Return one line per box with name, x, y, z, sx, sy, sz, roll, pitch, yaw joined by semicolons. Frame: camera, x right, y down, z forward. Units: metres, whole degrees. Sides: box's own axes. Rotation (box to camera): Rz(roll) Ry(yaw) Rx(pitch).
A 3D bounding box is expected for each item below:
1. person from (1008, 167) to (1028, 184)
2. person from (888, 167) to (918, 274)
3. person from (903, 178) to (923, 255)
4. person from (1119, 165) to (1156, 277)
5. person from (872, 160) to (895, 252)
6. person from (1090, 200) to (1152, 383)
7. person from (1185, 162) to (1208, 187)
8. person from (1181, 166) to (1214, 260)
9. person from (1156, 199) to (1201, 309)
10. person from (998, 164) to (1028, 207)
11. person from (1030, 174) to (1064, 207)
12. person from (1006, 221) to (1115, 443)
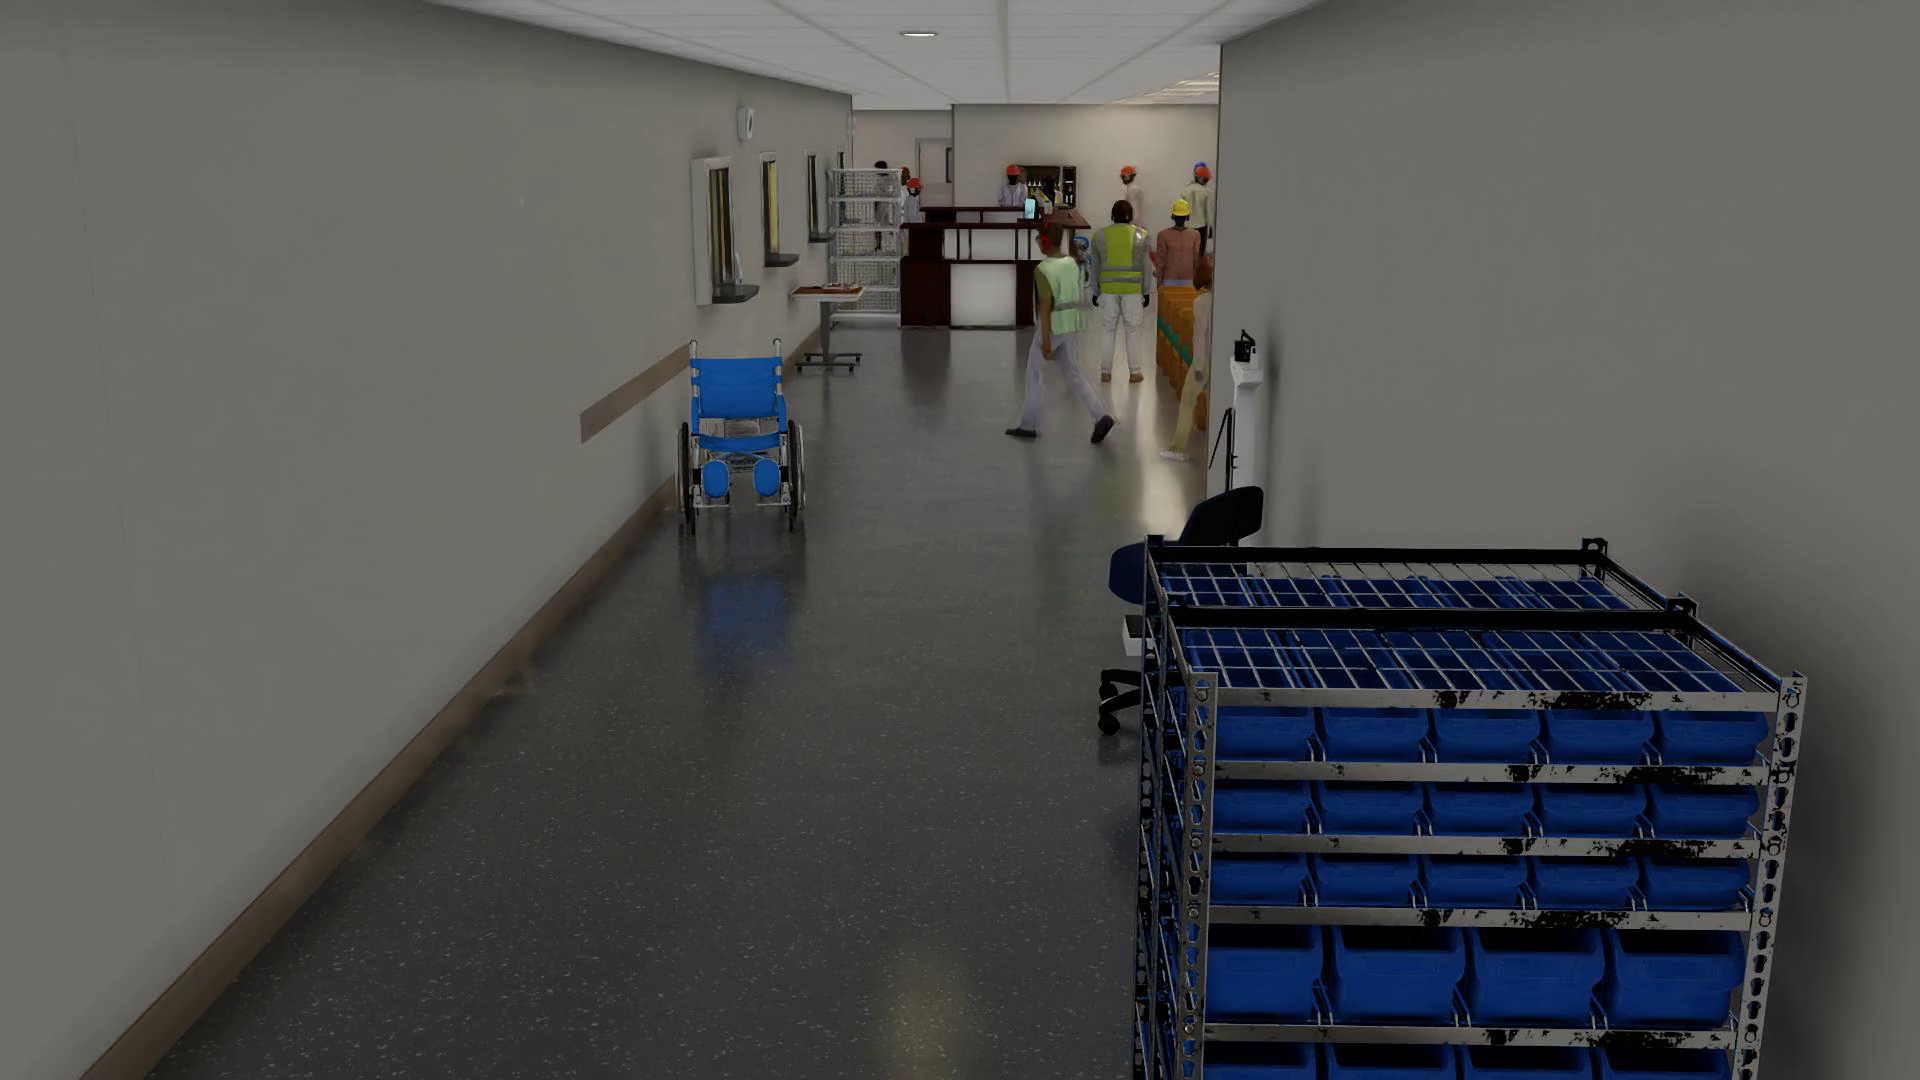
person;0.969;-5.797;30.124;0.500;1.863;0.685;-4;14;-17
person;-1.002;-5.677;29.595;0.576;1.881;0.354;-6;15;-24
person;-0.765;-5.106;27.541;0.330;1.751;0.564;-2;14;-9
person;3.086;-5.458;28.589;0.918;1.948;0.670;4;14;16
person;-1.535;-6.758;33.897;0.636;1.927;0.781;-11;18;-39
person;1.631;-2.510;16.840;0.621;1.838;0.429;3;14;12
person;4.414;-6.041;30.942;0.407;1.942;0.615;11;18;39
person;3.929;-5.265;27.814;0.658;1.947;0.904;10;17;35
person;2.451;-2.922;18.661;0.527;1.765;0.328;-3;14;-12
person;0.942;-5.753;29.814;0.545;1.931;0.380;1;14;5
person;1.421;-4.982;26.882;0.626;1.837;0.429;-7;16;-28
person;0.842;-1.698;13.618;0.933;1.810;0.575;10;17;36
